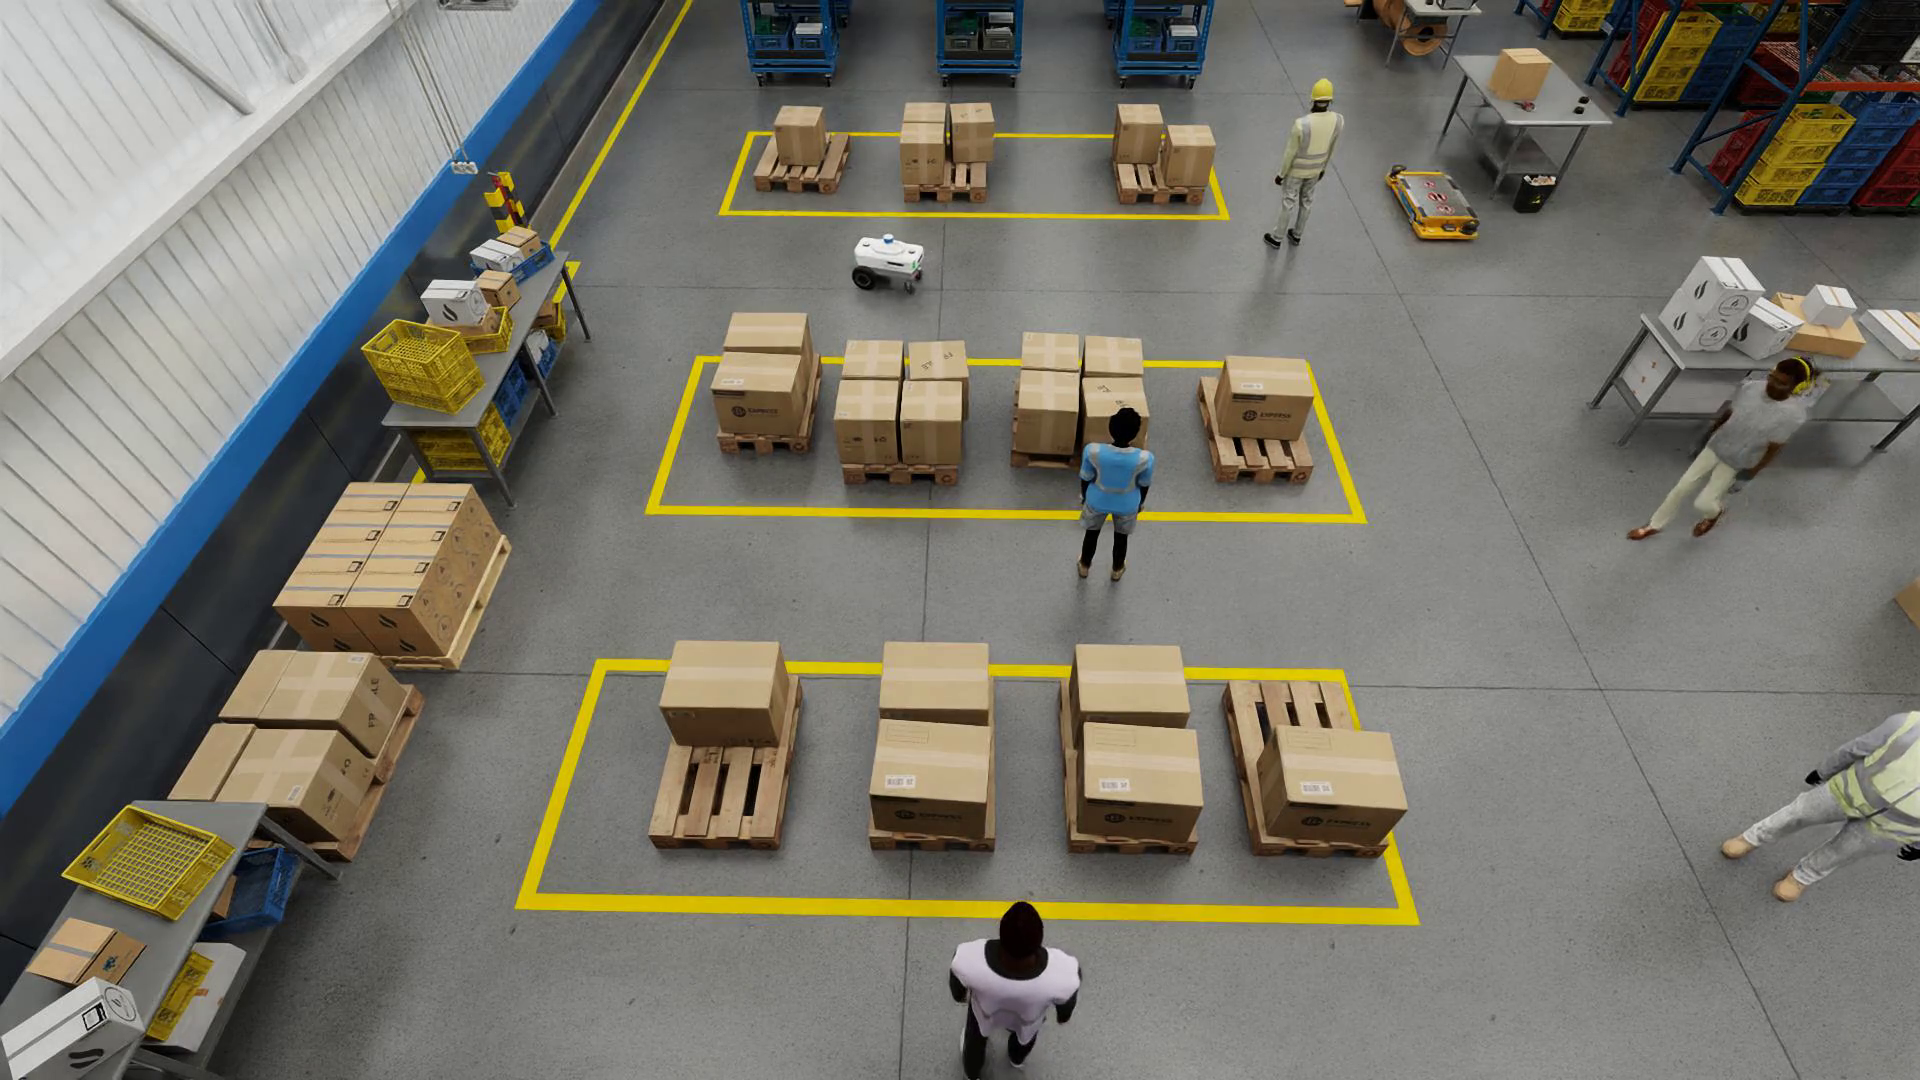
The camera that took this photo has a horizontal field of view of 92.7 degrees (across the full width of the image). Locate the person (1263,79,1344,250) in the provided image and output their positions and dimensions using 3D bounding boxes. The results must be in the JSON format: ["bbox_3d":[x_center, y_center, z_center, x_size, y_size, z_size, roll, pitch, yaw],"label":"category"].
[{"bbox_3d":[3.747,-4.070,10.019,0.586,1.823,0.403,-11,50,-9],"label":"person"}]

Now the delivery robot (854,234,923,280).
[{"bbox_3d":[-0.762,-3.072,9.927,0.707,0.478,0.477,11,50,10],"label":"delivery robot"}]

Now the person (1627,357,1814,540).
[{"bbox_3d":[5.925,-0.649,7.042,0.567,1.853,0.523,-14,51,-12],"label":"person"}]

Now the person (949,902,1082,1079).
[{"bbox_3d":[0.253,2.251,4.496,0.613,1.908,0.407,7,50,6],"label":"person"}]

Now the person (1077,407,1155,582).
[{"bbox_3d":[1.136,-0.304,6.841,0.535,1.697,0.318,8,50,7],"label":"person"}]

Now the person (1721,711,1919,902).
[{"bbox_3d":[5.166,1.512,5.178,0.430,1.839,0.626,-25,54,-20],"label":"person"}]

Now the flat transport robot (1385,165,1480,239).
[{"bbox_3d":[5.692,-4.094,11.059,0.652,0.197,1.431,1,49,1],"label":"flat transport robot"}]
